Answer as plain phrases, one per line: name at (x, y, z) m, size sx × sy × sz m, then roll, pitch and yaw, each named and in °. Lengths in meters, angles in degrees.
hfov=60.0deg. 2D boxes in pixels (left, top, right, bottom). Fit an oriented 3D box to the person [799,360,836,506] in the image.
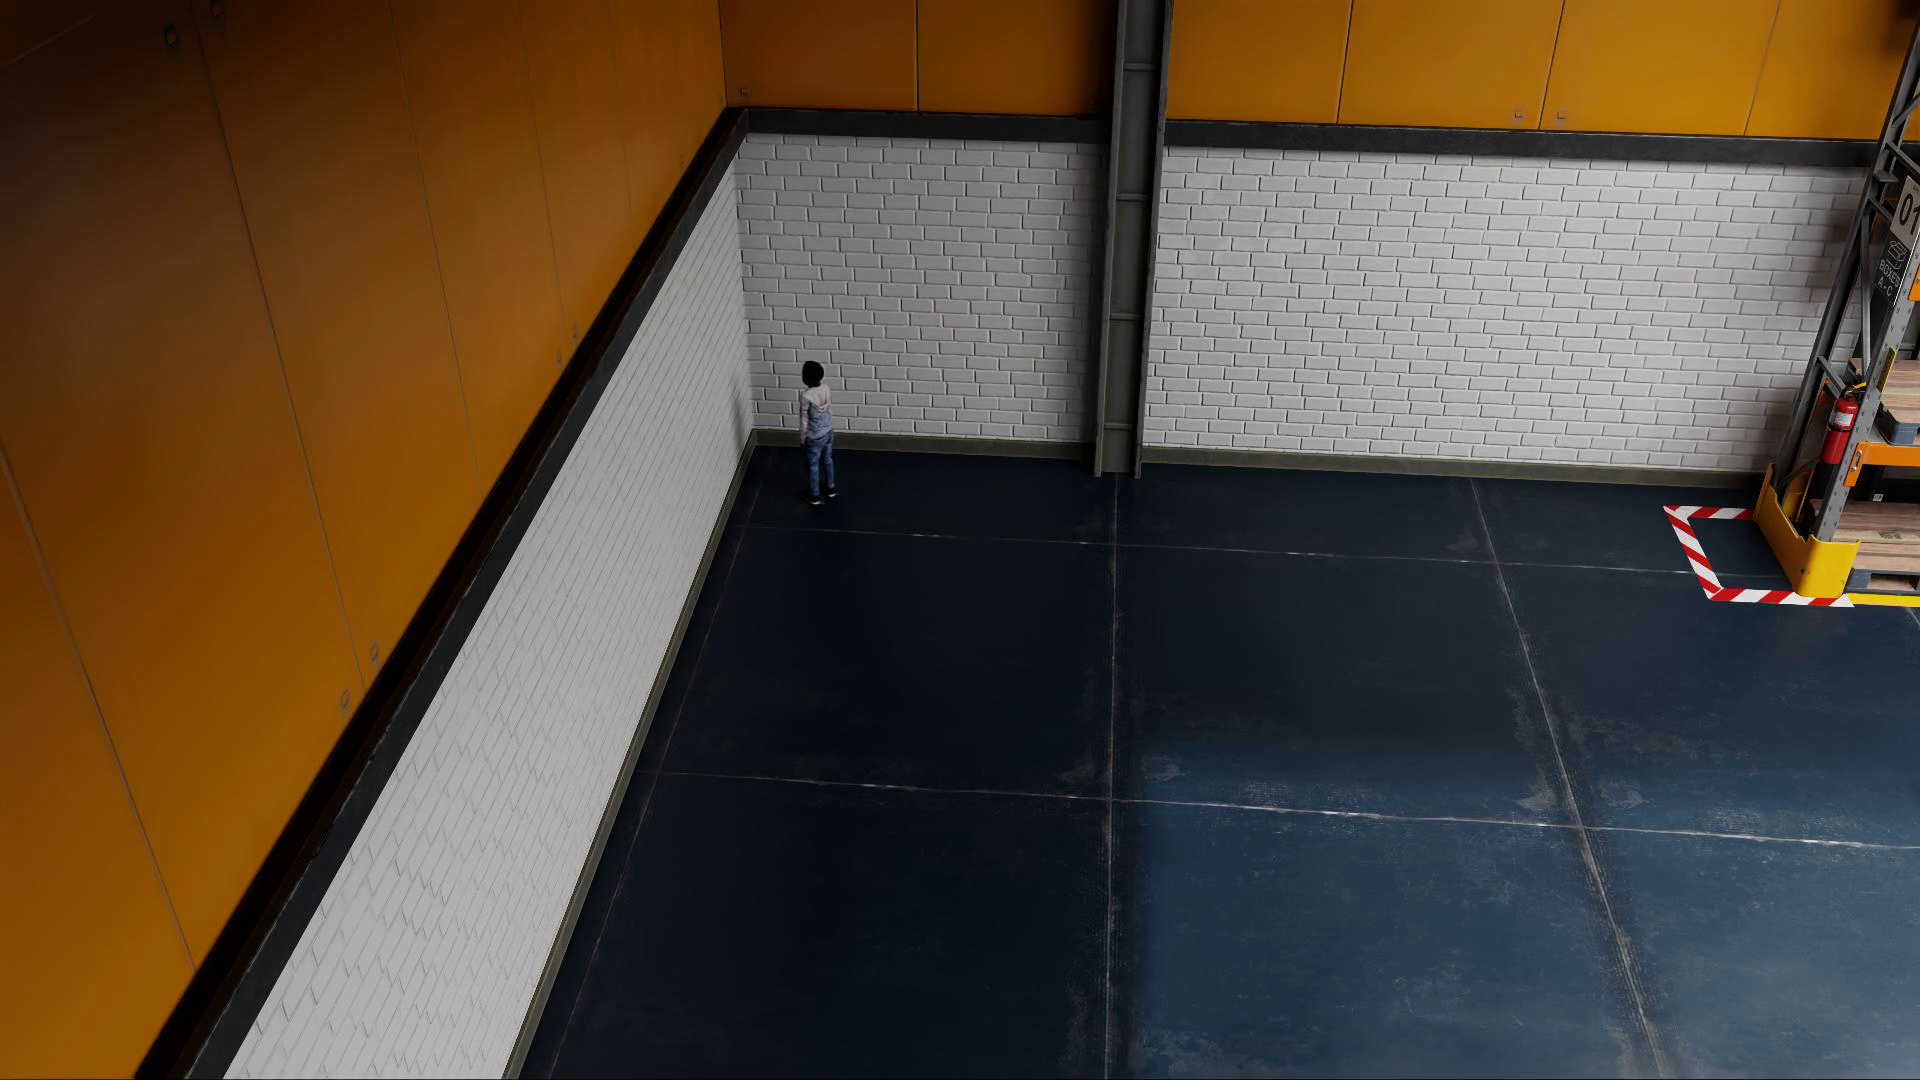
person at (-1.173, -0.886, 13.563) m, size 0.608 × 1.258 × 0.557 m, roll 26°, pitch 42°, yaw 34°
